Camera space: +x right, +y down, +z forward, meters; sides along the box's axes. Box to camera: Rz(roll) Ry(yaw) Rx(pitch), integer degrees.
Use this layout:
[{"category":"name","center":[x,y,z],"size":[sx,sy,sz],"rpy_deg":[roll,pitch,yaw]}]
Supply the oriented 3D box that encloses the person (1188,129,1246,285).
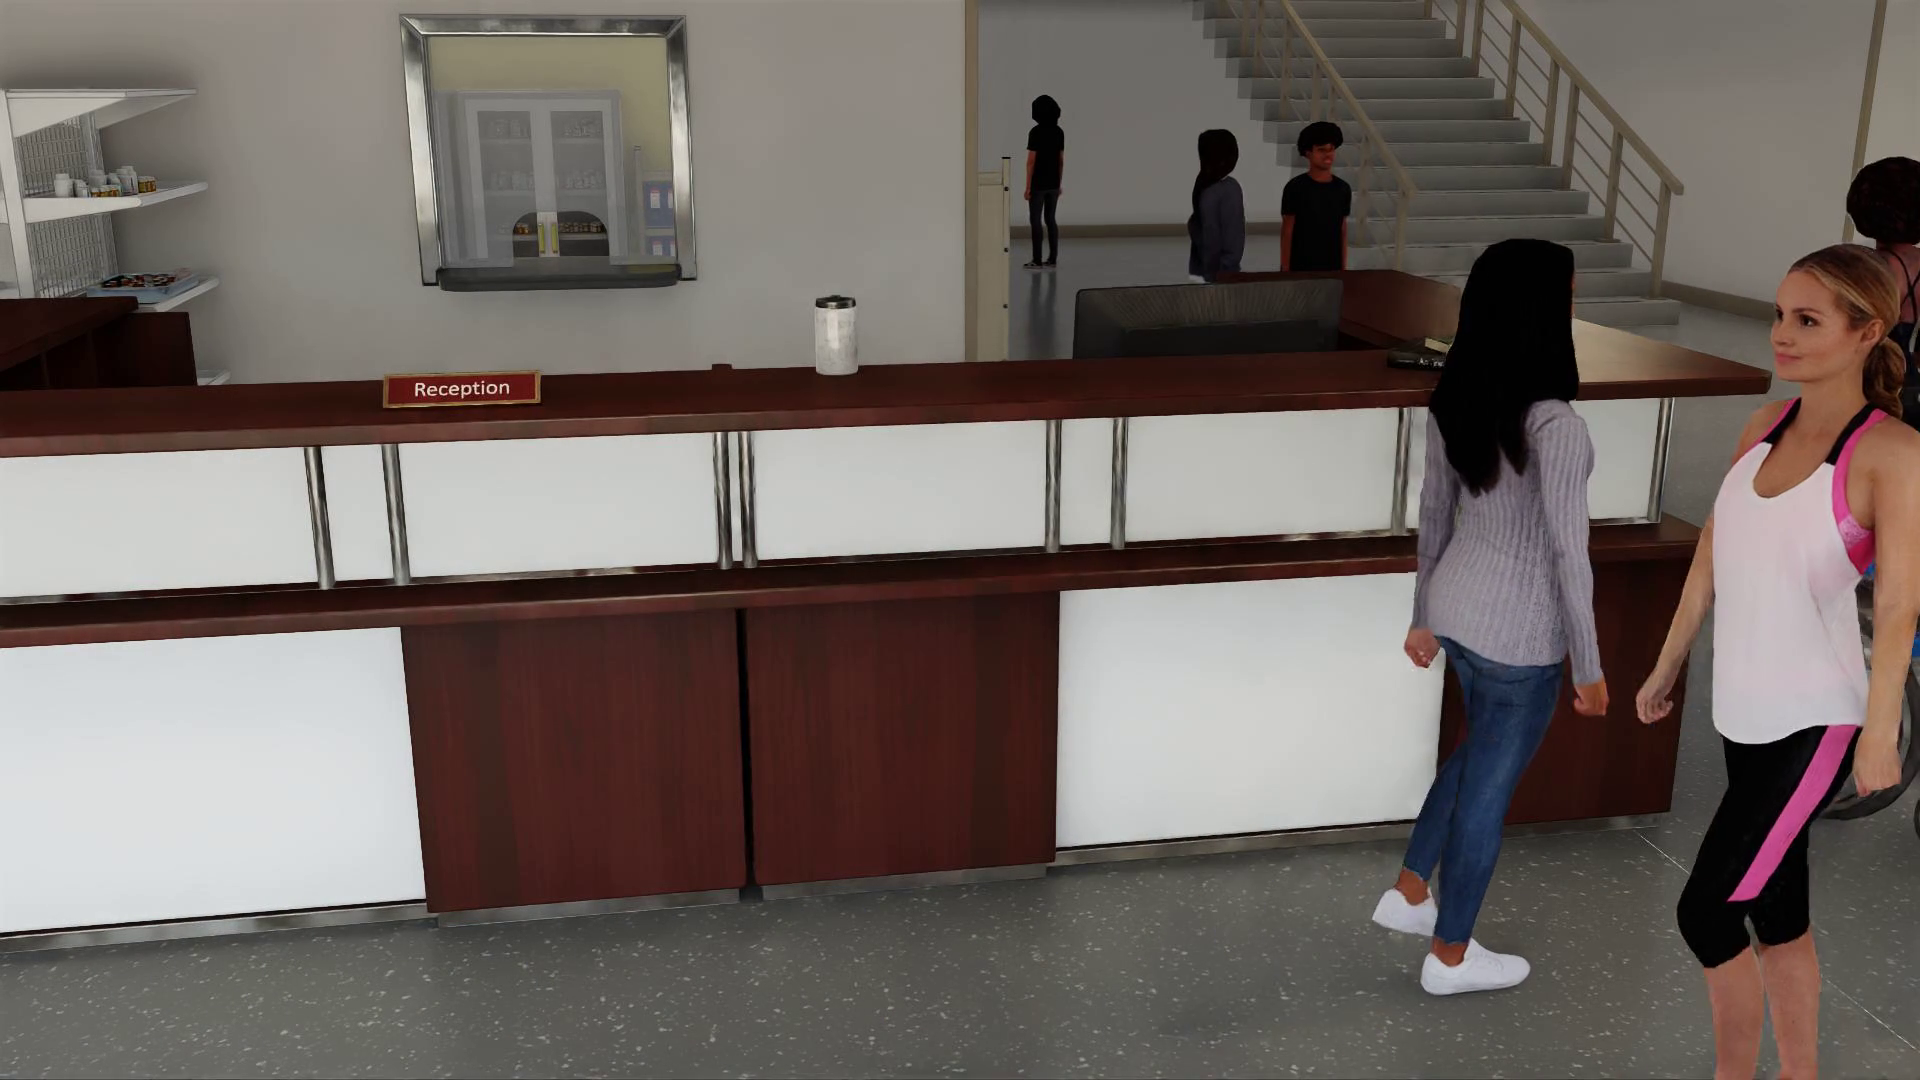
[{"category":"person","center":[1.546,-1.426,9.488],"size":[1.175,1.727,1.093],"rpy_deg":[11,19,35]}]

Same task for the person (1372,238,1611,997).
[{"category":"person","center":[1.092,0.222,3.645],"size":[0.700,1.726,0.546],"rpy_deg":[-4,16,-15]}]

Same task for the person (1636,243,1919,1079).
[{"category":"person","center":[1.634,0.349,3.114],"size":[0.689,1.768,0.635],"rpy_deg":[-1,16,-5]}]

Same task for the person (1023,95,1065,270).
[{"category":"person","center":[0.913,-3.847,17.871],"size":[0.705,1.826,0.689],"rpy_deg":[-11,19,-35]}]

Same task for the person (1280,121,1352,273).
[{"category":"person","center":[2.179,-1.684,10.298],"size":[0.645,1.784,0.599],"rpy_deg":[-5,16,-16]}]
